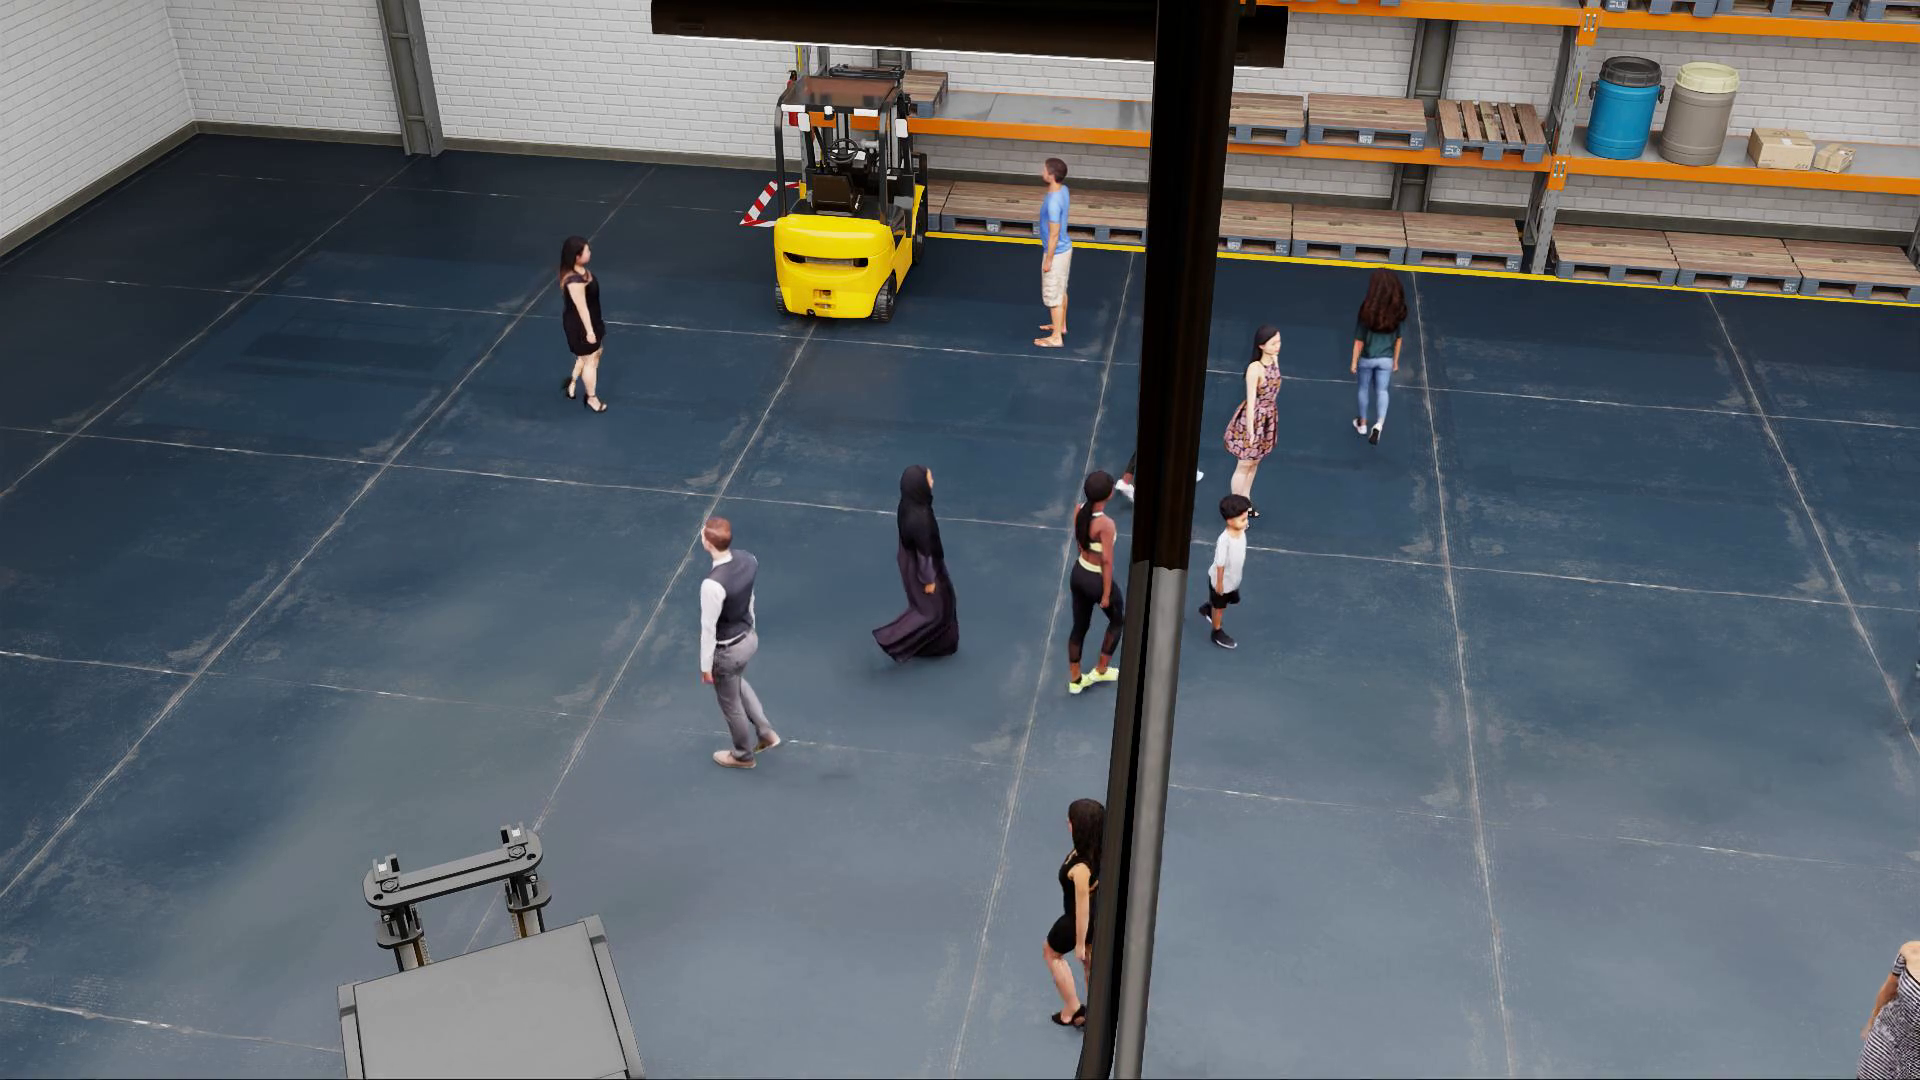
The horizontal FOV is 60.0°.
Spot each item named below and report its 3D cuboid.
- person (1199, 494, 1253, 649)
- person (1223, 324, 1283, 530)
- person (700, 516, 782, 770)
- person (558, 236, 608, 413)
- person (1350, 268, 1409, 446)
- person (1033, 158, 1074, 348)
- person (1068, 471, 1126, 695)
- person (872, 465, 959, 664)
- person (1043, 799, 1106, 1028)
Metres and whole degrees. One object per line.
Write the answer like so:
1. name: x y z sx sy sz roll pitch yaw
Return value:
1. person: 1.880 0.197 12.066 0.713 1.250 0.637 26 41 33
2. person: 2.369 -0.911 13.261 0.804 1.773 0.775 20 39 27
3. person: -1.385 0.701 10.697 0.800 1.927 0.778 14 36 20
4. person: -3.438 -1.892 14.799 0.886 1.706 0.827 -11 35 -16
5. person: 3.599 -1.551 14.382 0.907 1.597 0.774 1 34 1
6. person: 0.924 -2.769 15.976 0.585 1.863 0.669 9 35 13
7. person: 0.848 0.340 11.409 0.795 1.740 0.736 -24 40 -31
8. person: -0.335 0.195 11.751 0.963 1.603 0.793 -7 34 -10
9. person: 0.739 2.060 8.916 0.667 1.635 0.648 16 37 23
